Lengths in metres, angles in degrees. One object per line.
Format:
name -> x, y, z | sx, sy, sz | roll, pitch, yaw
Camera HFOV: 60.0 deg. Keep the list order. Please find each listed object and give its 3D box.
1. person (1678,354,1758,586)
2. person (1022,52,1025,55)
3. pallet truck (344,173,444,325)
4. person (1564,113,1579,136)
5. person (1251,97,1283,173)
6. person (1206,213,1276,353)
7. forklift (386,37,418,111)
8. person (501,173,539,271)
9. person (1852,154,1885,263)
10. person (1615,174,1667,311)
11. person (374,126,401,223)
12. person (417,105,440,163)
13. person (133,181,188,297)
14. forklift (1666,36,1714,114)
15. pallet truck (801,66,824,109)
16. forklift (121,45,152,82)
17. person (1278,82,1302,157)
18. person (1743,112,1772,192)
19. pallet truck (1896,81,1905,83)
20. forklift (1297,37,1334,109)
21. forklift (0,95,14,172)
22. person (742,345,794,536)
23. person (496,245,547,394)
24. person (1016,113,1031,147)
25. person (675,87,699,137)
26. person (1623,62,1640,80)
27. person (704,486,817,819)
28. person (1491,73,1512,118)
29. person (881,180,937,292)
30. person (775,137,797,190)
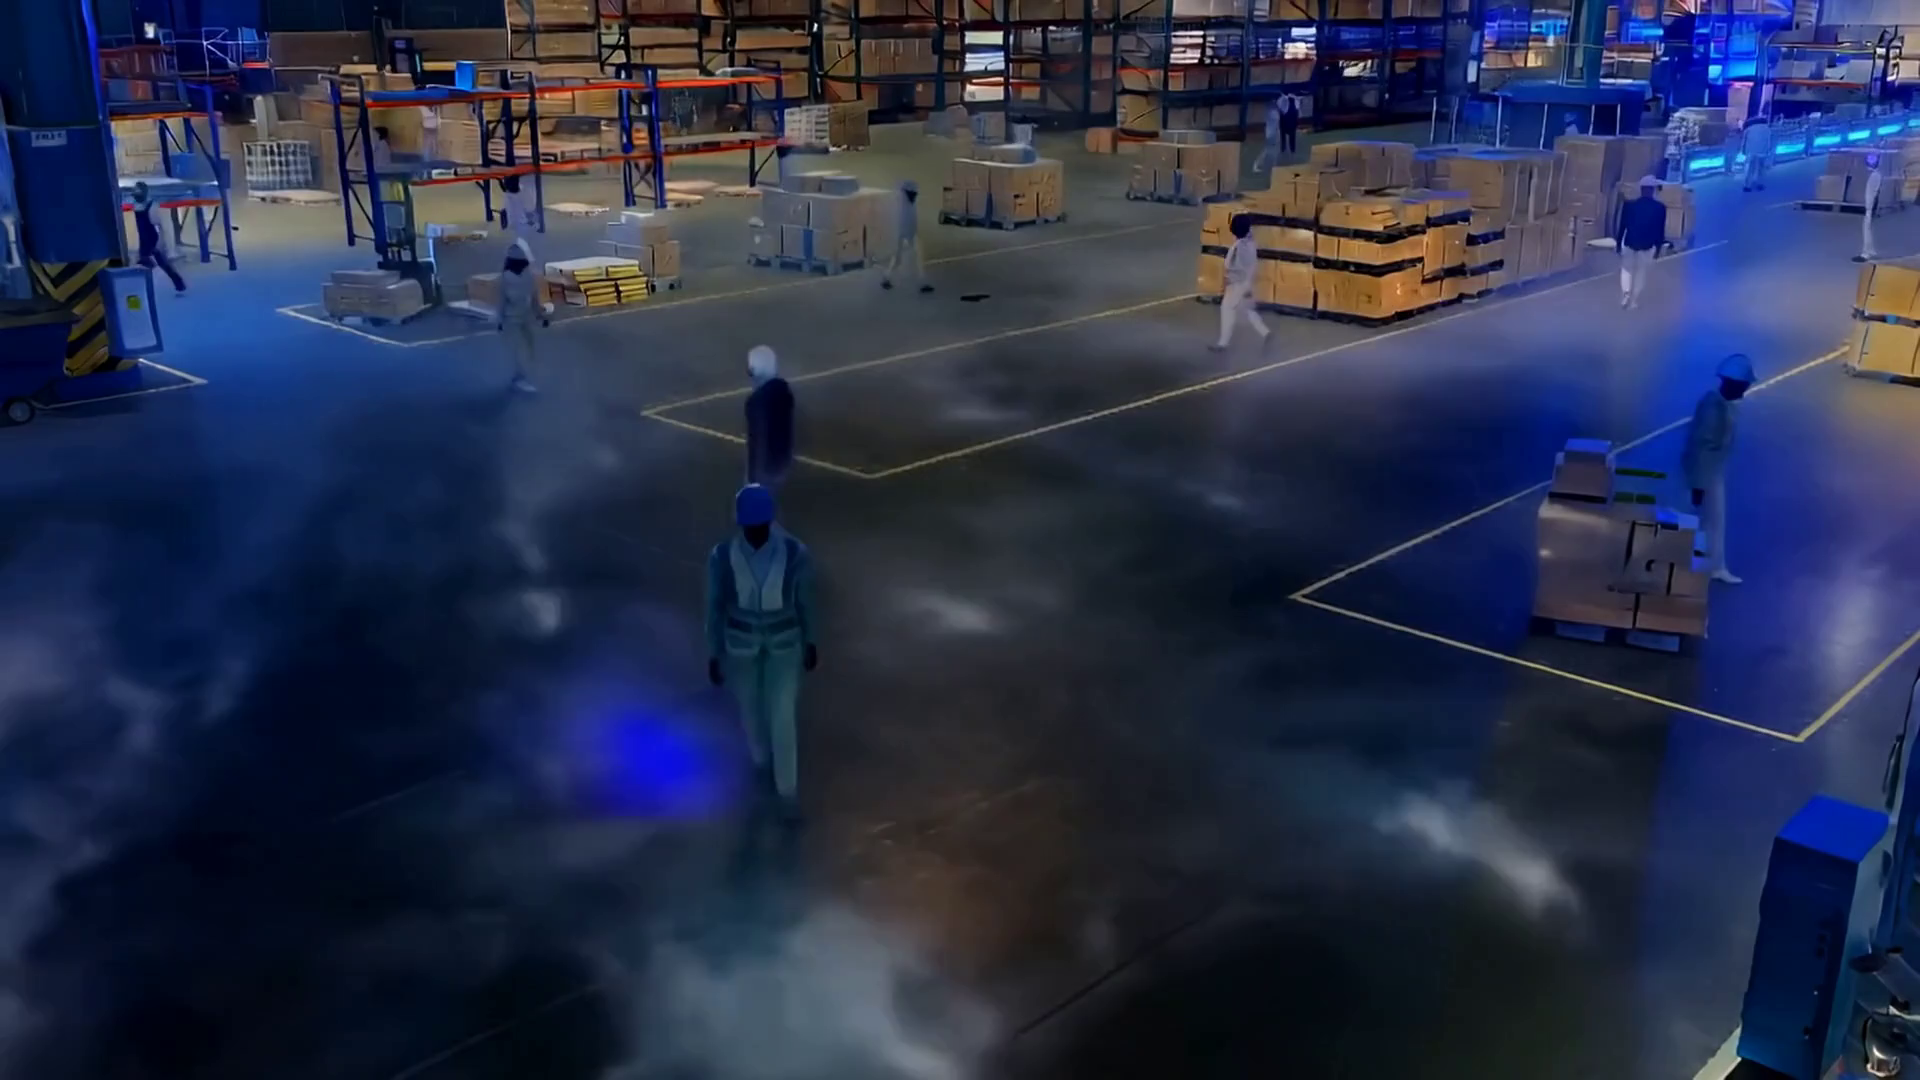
person -> 5.784, -0.577, 13.083 | 0.862, 1.878, 0.621 | 12, 22, 31
person -> 3.028, -22.673, 79.587 | 0.980, 1.921, 0.679 | -6, 19, -17
pallet truck -> -8.209, -4.181, 23.757 | 0.823, 1.965, 1.885 | 3, 19, 9
person -> 13.810, -8.806, 37.967 | 0.540, 1.817, 0.973 | -16, 24, -40
person -> 7.934, -10.331, 42.463 | 0.950, 1.892, 0.532 | 2, 18, 6
person -> 3.667, -3.307, 21.417 | 0.834, 1.813, 0.622 | 2, 18, 5
forklift -> -20.297, -16.875, 60.624 | 1.129, 2.768, 1.873 | 4, 19, 10
person -> -7.252, -5.233, 27.450 | 0.536, 1.665, 0.816 | 10, 21, 27
person -> 15.675, -5.678, 28.503 | 0.528, 1.849, 0.716 | 6, 19, 18
person -> 9.872, -4.300, 24.136 | 0.647, 1.981, 0.514 | 6, 19, 18
person -> -11.455, -7.309, 33.301 | 0.437, 1.919, 0.631 | -8, 20, -23
person -> -14.124, -10.939, 44.260 | 0.604, 1.906, 0.626 | -16, 24, -39
person -> -12.122, -4.496, 25.011 | 0.525, 1.813, 0.930 | 7, 20, 20
forklift -> 27.341, -17.291, 61.877 | 1.129, 2.768, 1.873 | 17, 25, 41
pallet truck -> -4.812, -15.182, 56.903 | 0.823, 1.965, 1.885 | -9, 21, -26
forklift -> -25.631, -14.025, 52.038 | 1.129, 2.768, 1.873 | 12, 22, 32
person -> 9.167, -11.785, 46.602 | 0.683, 2.000, 0.538 | -5, 19, -16
person -> 18.520, -9.012, 38.610 | 0.632, 1.799, 0.776 | 16, 24, 39
pallet truck -> 34.802, -16.331, 61.455 | 0.653, 1.274, 1.630 | 17, 25, 41
forklift -> 13.182, -16.850, 60.548 | 1.129, 2.768, 1.873 | 17, 25, 41
forklift -> -24.269, -10.815, 42.365 | 1.129, 2.768, 1.873 | 17, 25, 41
person -> -1.492, -0.577, 13.020 | 0.563, 1.919, 0.634 | 7, 19, 19
person -> -5.052, -2.555, 19.302 | 0.838, 1.705, 0.506 | 17, 25, 41
person -> 1.479, -9.412, 40.036 | 0.321, 1.670, 0.750 | 8, 20, 22
person -> -7.743, -11.940, 47.227 | 0.623, 1.924, 0.904 | -4, 19, -11
person -> 24.692, -16.612, 61.303 | 0.627, 1.941, 0.370 | 1, 18, 3
person -> -1.128, 0.638, 9.384 | 0.631, 1.899, 0.955 | -1, 18, -3
person -> 19.801, -16.162, 60.474 | 0.748, 1.595, 0.516 | 6, 19, 17
person -> -0.835, -4.706, 25.771 | 0.904, 1.723, 0.525 | 11, 21, 29
person -> -3.253, -6.559, 31.094 | 0.963, 1.883, 0.613 | -7, 20, -20
